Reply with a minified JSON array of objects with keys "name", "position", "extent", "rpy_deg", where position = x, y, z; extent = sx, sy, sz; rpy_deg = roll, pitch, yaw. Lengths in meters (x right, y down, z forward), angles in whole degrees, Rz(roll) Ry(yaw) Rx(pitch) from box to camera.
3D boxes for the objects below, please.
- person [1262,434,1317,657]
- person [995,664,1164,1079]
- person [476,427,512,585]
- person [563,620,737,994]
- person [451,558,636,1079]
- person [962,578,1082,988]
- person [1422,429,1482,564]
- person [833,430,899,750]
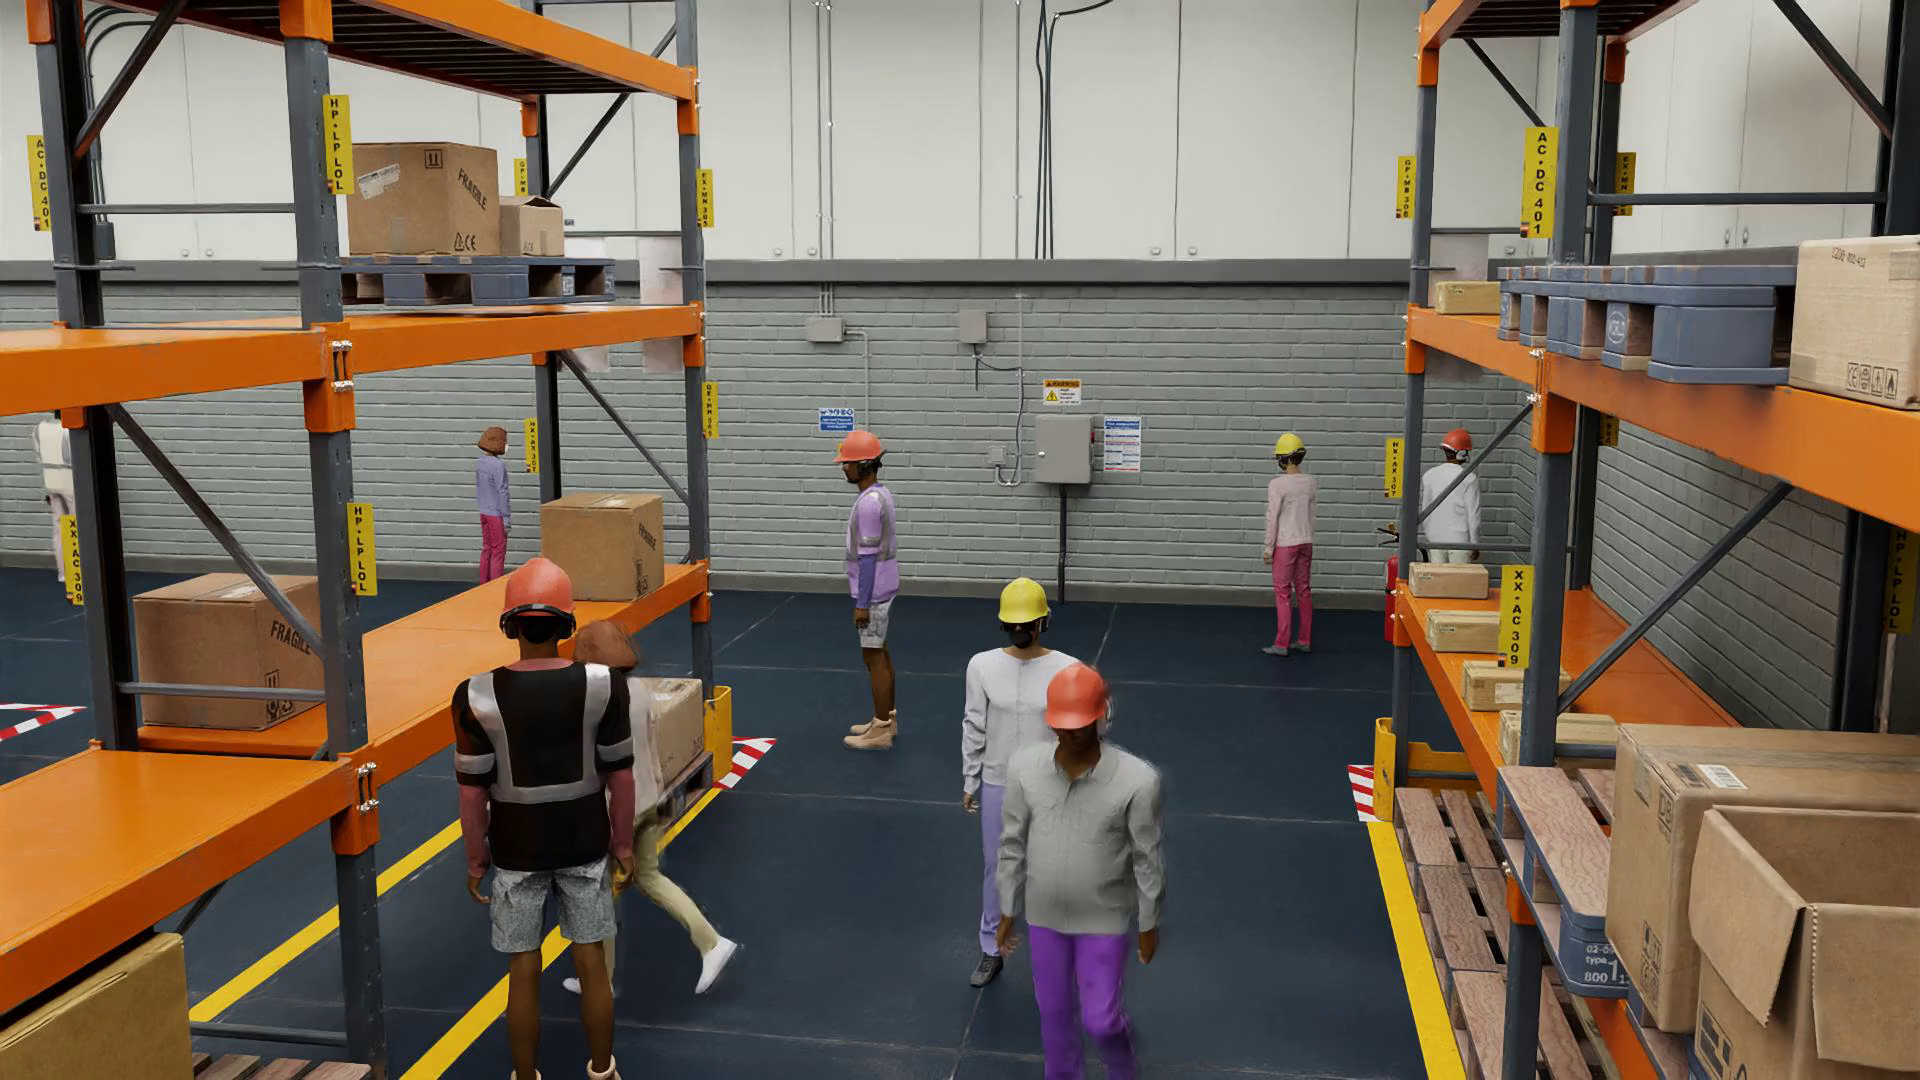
[{"name":"person","position":[2.593,0.039,13.130],"extent":[0.519,1.756,0.355],"rpy_deg":[-7,12,-37]},{"name":"person","position":[0.398,1.259,5.679],"extent":[0.571,1.734,0.402],"rpy_deg":[4,10,24]},{"name":"person","position":[-4.193,-0.209,15.038],"extent":[0.279,1.632,0.507],"rpy_deg":[-8,12,-39]},{"name":"person","position":[-1.319,1.128,6.877],"extent":[0.677,1.606,0.510],"rpy_deg":[3,10,18]},{"name":"person","position":[-1.449,1.075,5.857],"extent":[0.608,2.044,0.370],"rpy_deg":[-3,10,-17]},{"name":"person","position":[0.268,1.028,7.004],"extent":[0.533,1.768,0.310],"rpy_deg":[1,9,9]},{"name":"person","position":[4.030,-0.035,13.592],"extent":[0.325,1.752,0.563],"rpy_deg":[-6,11,-33]},{"name":"person","position":[-0.593,0.319,10.573],"extent":[0.411,2.035,0.601],"rpy_deg":[0,9,1]}]
